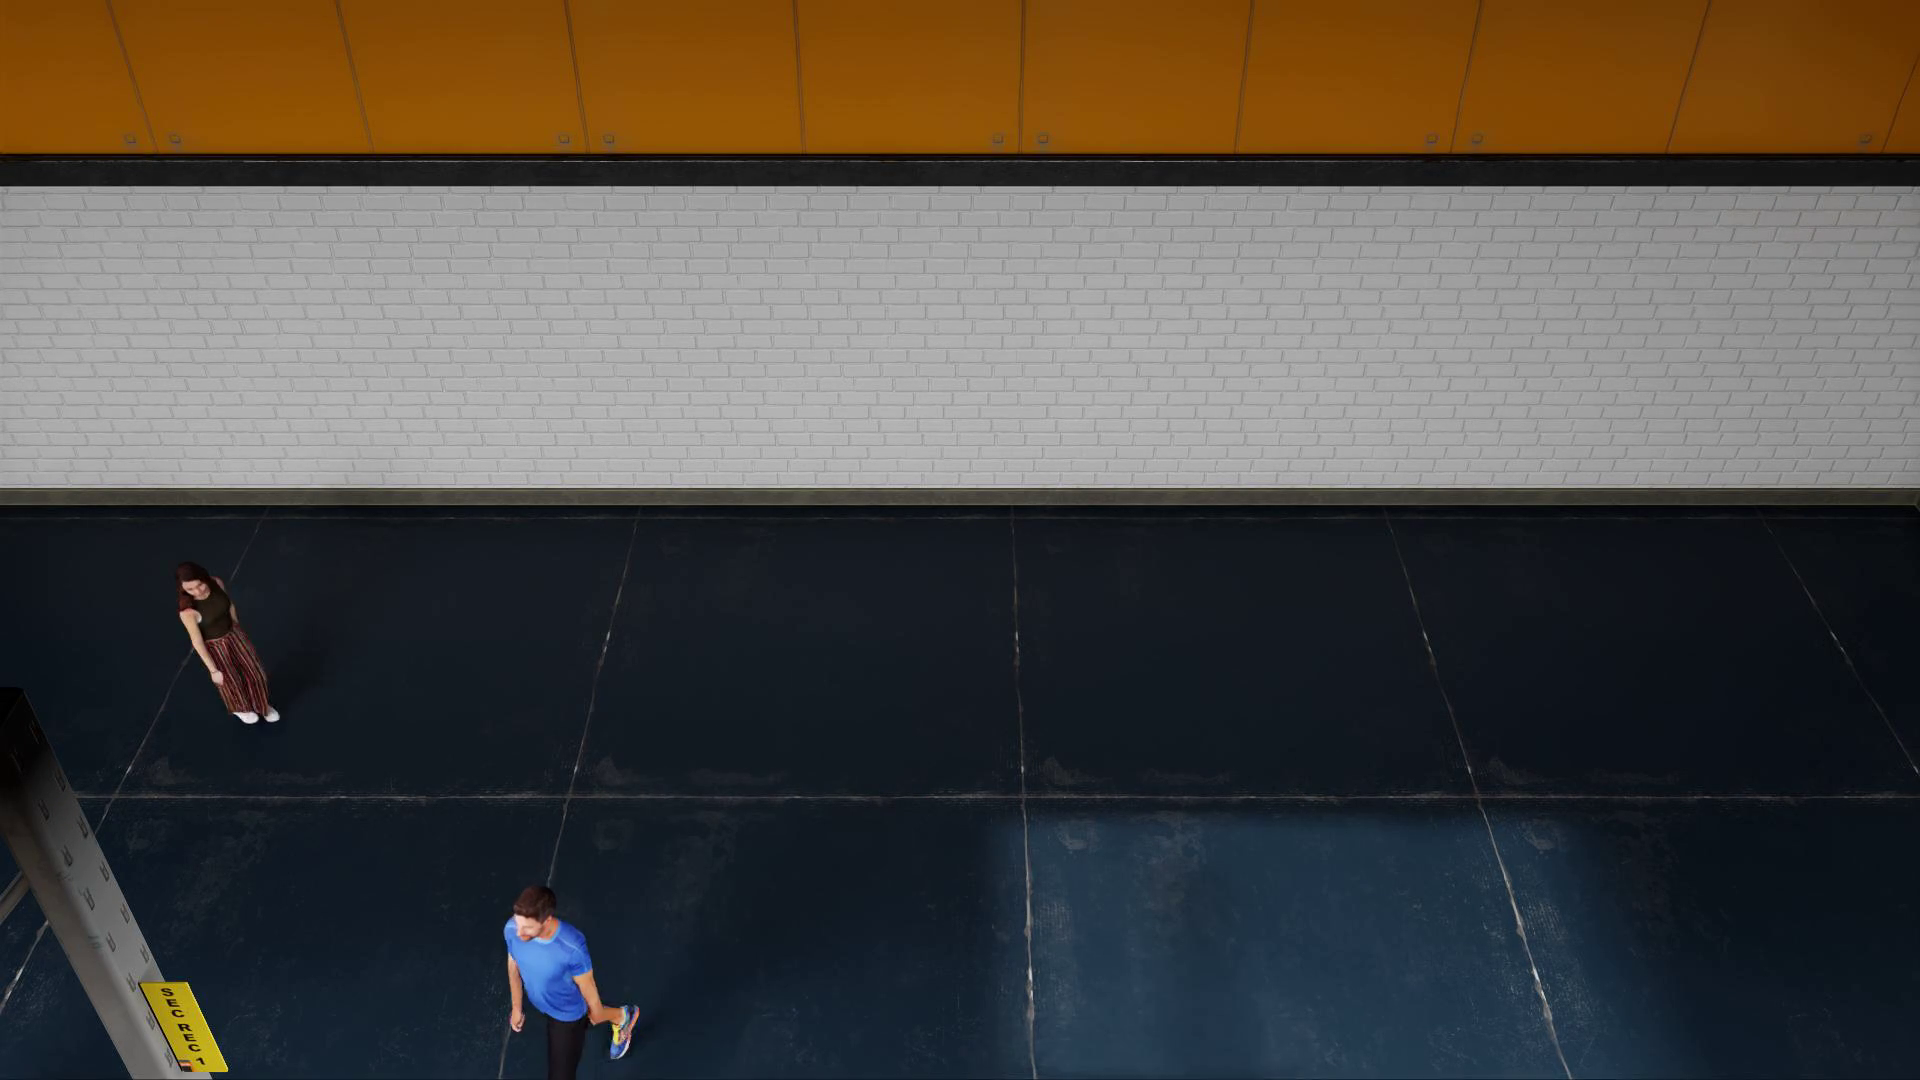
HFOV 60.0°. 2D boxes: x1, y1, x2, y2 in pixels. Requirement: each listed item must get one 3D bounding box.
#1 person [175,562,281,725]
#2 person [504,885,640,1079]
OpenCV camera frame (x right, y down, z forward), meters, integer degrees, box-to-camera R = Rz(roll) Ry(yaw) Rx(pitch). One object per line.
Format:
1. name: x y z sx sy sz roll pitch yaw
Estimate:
1. person: -4.925 0.672 11.030 0.782 1.514 0.720 12 40 15
2. person: -2.027 2.346 8.680 1.019 1.831 1.298 19 42 22
